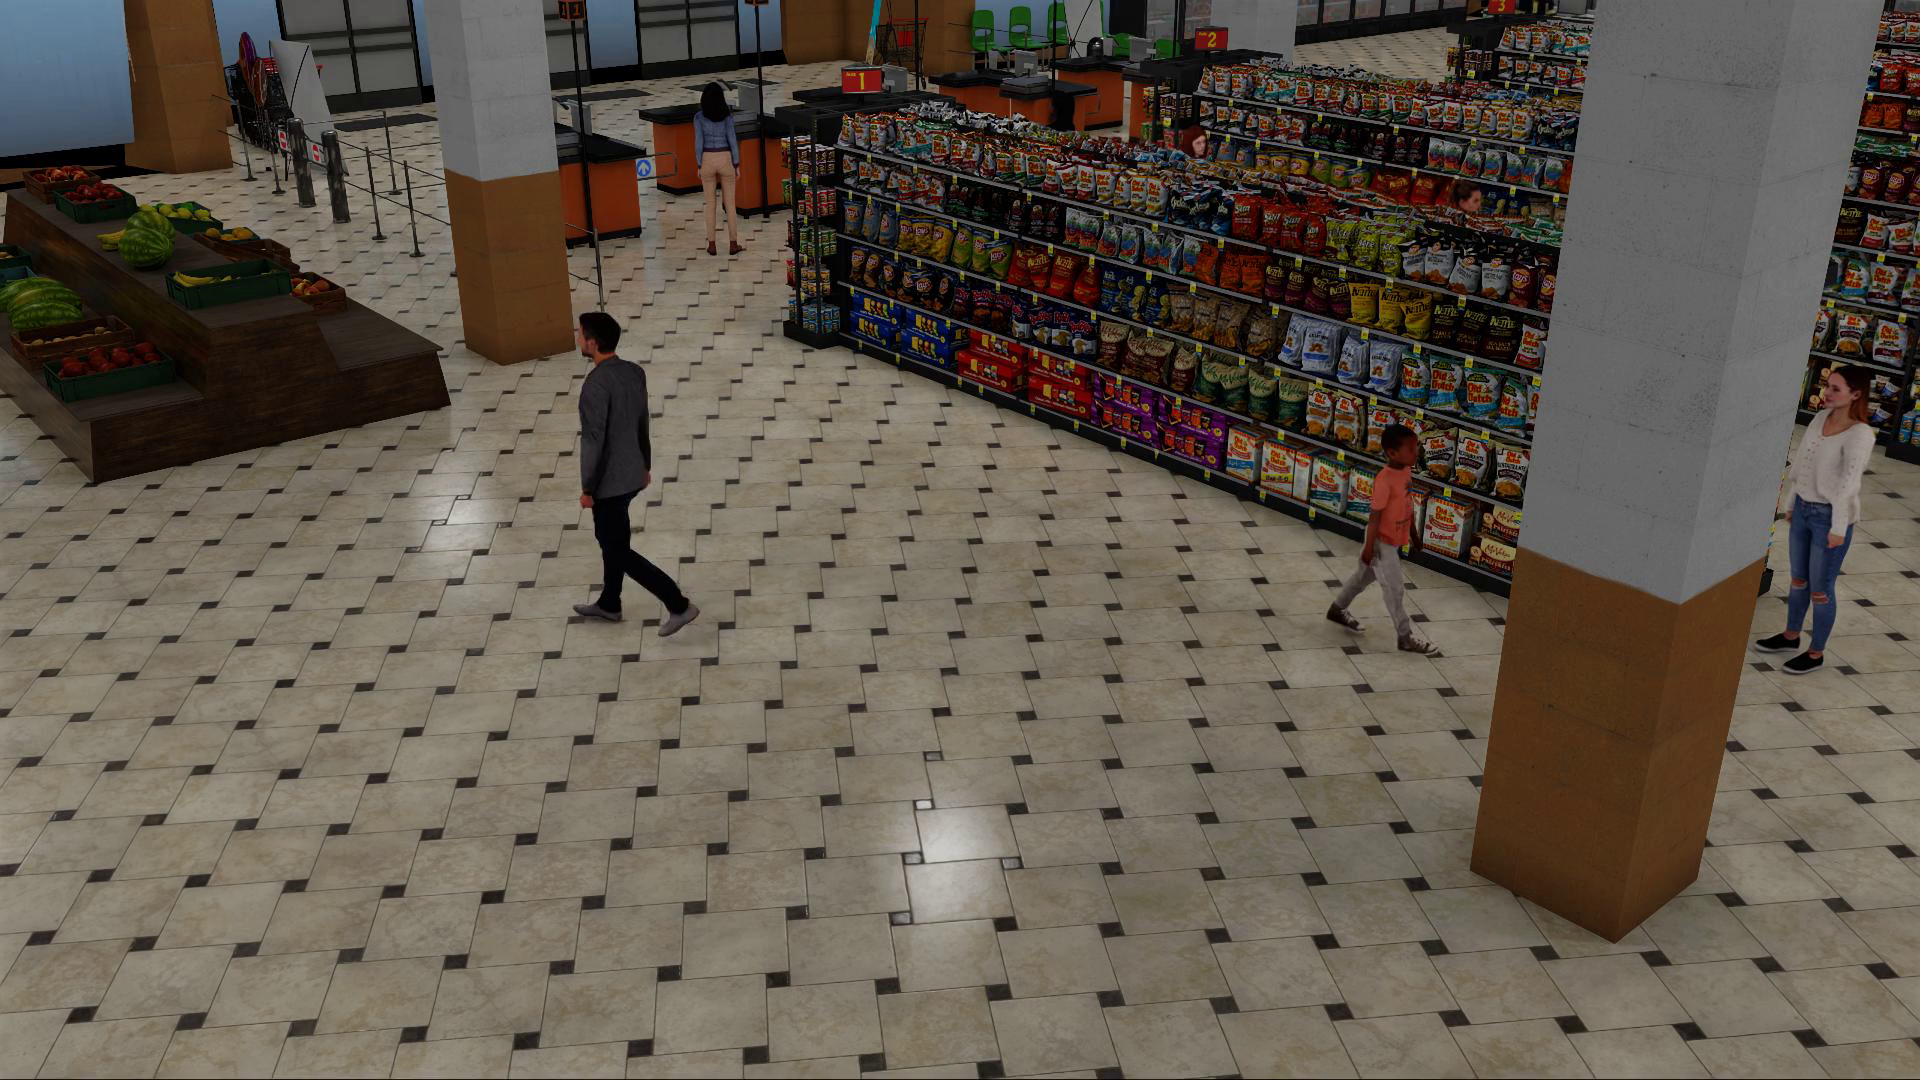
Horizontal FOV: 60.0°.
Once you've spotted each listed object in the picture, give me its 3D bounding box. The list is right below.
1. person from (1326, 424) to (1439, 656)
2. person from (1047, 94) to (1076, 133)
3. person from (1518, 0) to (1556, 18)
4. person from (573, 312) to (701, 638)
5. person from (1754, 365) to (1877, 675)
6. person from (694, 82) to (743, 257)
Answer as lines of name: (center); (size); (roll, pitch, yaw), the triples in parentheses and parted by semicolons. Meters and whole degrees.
person: (2.272, -0.023, 9.123); (0.944, 1.281, 0.646); (16, 29, 33)
person: (0.983, -3.632, 16.812); (0.633, 1.728, 0.655); (18, 29, 35)
person: (10.207, -9.327, 29.708); (0.987, 1.824, 1.237); (-9, 25, -19)
person: (-1.809, -0.307, 9.074); (1.224, 1.840, 1.081); (6, 24, 14)
person: (4.578, -0.115, 8.822); (0.769, 1.691, 0.663); (-3, 24, -8)
person: (-2.514, -3.851, 17.255); (0.704, 1.775, 0.744); (-1, 24, -3)
